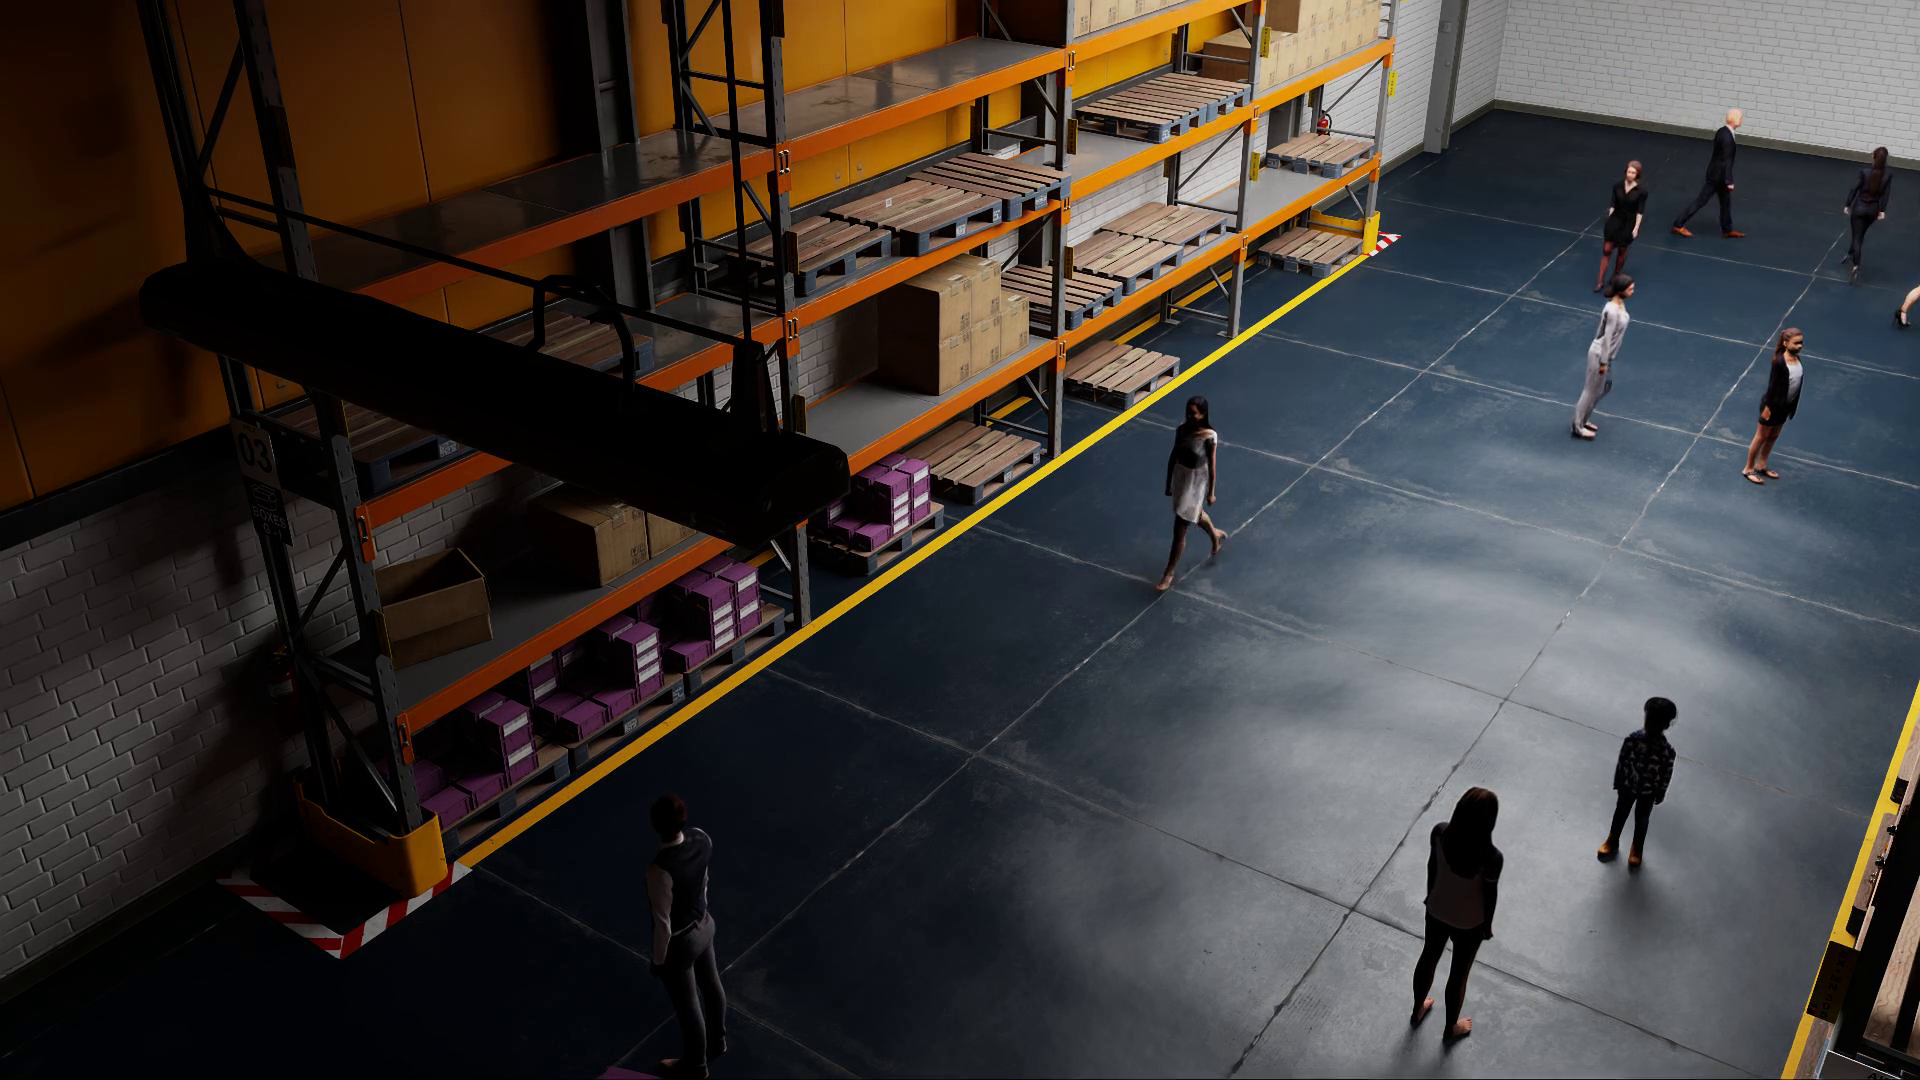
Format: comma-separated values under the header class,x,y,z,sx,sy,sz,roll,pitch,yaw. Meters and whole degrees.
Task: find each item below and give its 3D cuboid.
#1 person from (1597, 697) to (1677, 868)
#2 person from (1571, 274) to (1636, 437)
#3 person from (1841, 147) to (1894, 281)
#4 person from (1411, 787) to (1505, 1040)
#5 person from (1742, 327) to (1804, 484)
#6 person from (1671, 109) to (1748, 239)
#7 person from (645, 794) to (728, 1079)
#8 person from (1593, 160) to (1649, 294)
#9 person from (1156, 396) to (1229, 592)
class,x,y,z,sx,sy,sz,roll,pitch,yaw
person,4.563,1.610,11.141,0.491,1.250,0.512,17,33,29
person,6.558,-1.890,17.026,0.670,1.757,0.530,15,32,25
person,11.558,-4.126,21.222,0.906,1.666,1.165,5,29,9
person,2.872,2.156,9.635,0.596,1.732,0.630,-25,37,-38
person,7.963,-1.335,16.221,0.608,1.555,0.690,-14,32,-24
person,10.217,-4.947,22.629,0.939,1.758,1.211,11,30,19
person,-1.538,2.211,9.321,0.740,1.937,0.543,15,32,25
person,8.358,-3.961,20.912,0.593,1.673,0.914,19,34,31
person,2.053,-0.450,14.411,0.724,1.736,1.217,25,37,38
